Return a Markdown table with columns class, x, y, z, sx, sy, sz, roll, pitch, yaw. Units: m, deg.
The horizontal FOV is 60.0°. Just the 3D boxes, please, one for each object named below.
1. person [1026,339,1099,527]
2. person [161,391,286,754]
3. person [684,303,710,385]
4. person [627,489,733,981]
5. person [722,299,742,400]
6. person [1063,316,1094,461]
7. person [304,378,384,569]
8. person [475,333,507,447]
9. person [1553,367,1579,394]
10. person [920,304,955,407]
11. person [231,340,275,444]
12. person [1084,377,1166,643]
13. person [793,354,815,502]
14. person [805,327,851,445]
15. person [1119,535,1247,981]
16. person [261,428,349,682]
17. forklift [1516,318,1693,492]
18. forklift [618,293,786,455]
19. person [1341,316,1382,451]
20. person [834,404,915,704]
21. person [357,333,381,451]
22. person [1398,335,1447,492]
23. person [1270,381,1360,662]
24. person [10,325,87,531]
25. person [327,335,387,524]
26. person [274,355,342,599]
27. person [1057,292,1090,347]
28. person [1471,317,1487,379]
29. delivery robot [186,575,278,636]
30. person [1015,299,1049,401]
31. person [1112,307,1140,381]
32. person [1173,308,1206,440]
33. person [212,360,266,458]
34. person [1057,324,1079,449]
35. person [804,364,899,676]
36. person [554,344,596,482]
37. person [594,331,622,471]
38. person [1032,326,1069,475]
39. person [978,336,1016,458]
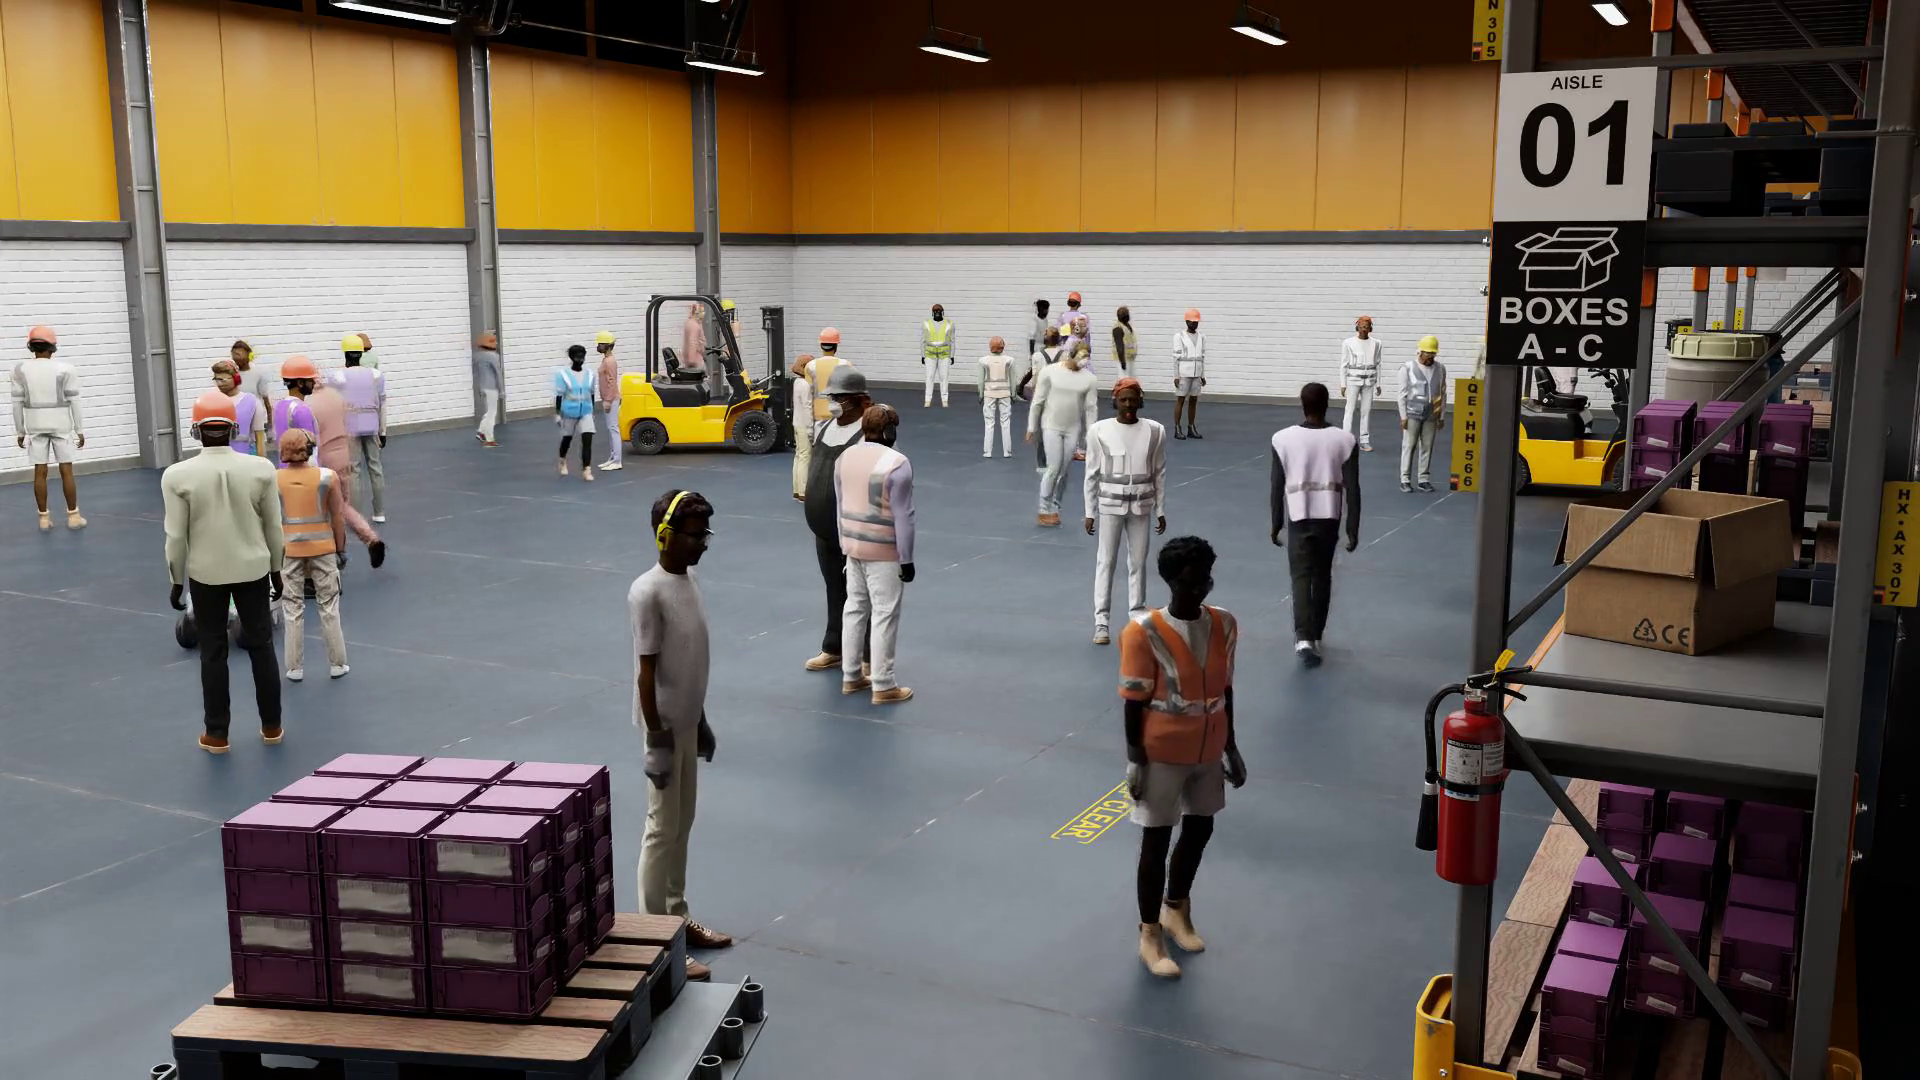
| class | x | y | z | sx | sy | sz | roll | pitch | yaw |
| --- | --- | --- | --- | --- | --- | --- | --- | --- | --- |
| person | 1.049 | -1.067 | 16.701 | 0.709 | 1.887 | 0.597 | -3 | 10 | -17 |
| person | -4.041 | 0.179 | 9.172 | 0.610 | 1.996 | 0.379 | -7 | 12 | -34 |
| person | -4.515 | -3.141 | 28.729 | 0.634 | 1.884 | 0.681 | -3 | 10 | -15 |
| person | -1.077 | 0.729 | 6.369 | 0.327 | 1.865 | 0.518 | 2 | 10 | 10 |
| person | -4.079 | -3.314 | 29.593 | 0.368 | 1.926 | 0.587 | -5 | 11 | -25 |
| person | 1.575 | -2.016 | 22.129 | 0.407 | 1.912 | 0.641 | 1 | 10 | 7 |
| person | -5.308 | -0.598 | 14.056 | 0.699 | 1.863 | 0.720 | 3 | 10 | 15 |
| person | -6.641 | -2.120 | 23.564 | 0.512 | 1.624 | 0.348 | 9 | 13 | 43 |
| person | 9.106 | -2.498 | 24.923 | 0.406 | 1.911 | 0.637 | -1 | 10 | -4 |
| person | -0.400 | -3.277 | 29.624 | 0.619 | 1.845 | 0.430 | 0 | 10 | 1 |
| person | -7.682 | -1.249 | 17.951 | 0.518 | 1.827 | 0.974 | 2 | 10 | 11 |
| person | 1.164 | -0.205 | 11.712 | 0.585 | 1.882 | 0.340 | -1 | 10 | -6 |
| person | -1.711 | -1.234 | 18.397 | 0.264 | 1.632 | 0.507 | -3 | 10 | -18 |
| person | -1.421 | -1.363 | 18.260 | 0.542 | 1.939 | 0.364 | 1 | 10 | 5 |
| person | 0.854 | 0.813 | 6.405 | 0.571 | 1.692 | 0.454 | -5 | 11 | -29 |
| person | -4.197 | 0.098 | 10.673 | 0.512 | 1.638 | 0.312 | -3 | 10 | -18 |
| forklift | 7.066 | -1.601 | 18.899 | 2.313 | 2.155 | 1.214 | 5 | 11 | 27 |
| forklift | -3.588 | -2.317 | 23.042 | 2.313 | 2.155 | 1.214 | -1 | 10 | -5 |
| person | 5.554 | -2.160 | 23.038 | 0.585 | 1.881 | 0.337 | -1 | 10 | -8 |
| person | -0.514 | 0.078 | 10.263 | 0.431 | 1.833 | 0.644 | -9 | 13 | -41 |
| person | -8.273 | -2.053 | 23.136 | 0.285 | 1.633 | 0.500 | 3 | 10 | 19 |
| person | 5.317 | -1.445 | 19.115 | 0.586 | 1.815 | 0.428 | -2 | 10 | -10 |
| person | 2.416 | -0.129 | 11.310 | 0.590 | 1.883 | 0.884 | 1 | 10 | 3 |
| person | -9.030 | -1.111 | 16.508 | 0.614 | 2.038 | 0.396 | -3 | 10 | -17 |
| person | -6.070 | -1.101 | 16.774 | 0.585 | 1.928 | 0.369 | -9 | 13 | -42 |
| person | -5.226 | -0.498 | 13.258 | 0.357 | 1.938 | 0.543 | -9 | 13 | -43 |
| person | 2.069 | -3.487 | 30.253 | 0.616 | 2.041 | 0.380 | 3 | 10 | 14 |
| person | 8.252 | -2.624 | 25.930 | 0.628 | 1.806 | 0.465 | -2 | 10 | -14 |
| delivery robot | -5.136 | 0.406 | 11.749 | 0.477 | 0.478 | 0.707 | 1 | 10 | 5 |
| person | 1.392 | -3.483 | 30.608 | 0.928 | 1.922 | 0.605 | 4 | 10 | 20 |
| person | 2.887 | -3.164 | 29.114 | 0.458 | 1.810 | 0.713 | 5 | 11 | 27 |
| person | 3.406 | -2.449 | 24.550 | 0.547 | 1.937 | 0.379 | -5 | 11 | -25 |
| person | -6.202 | -0.621 | 14.257 | 0.563 | 1.838 | 0.390 | 2 | 10 | 11 |
| person | 1.484 | -2.108 | 23.154 | 0.536 | 1.779 | 0.445 | 1 | 10 | 4 |
| person | -0.747 | -0.117 | 10.750 | 0.536 | 2.000 | 0.672 | -10 | 14 | -44 |
| person | -4.694 | -1.561 | 20.217 | 0.530 | 1.664 | 0.845 | -6 | 12 | -32 |
| person | -4.461 | -1.765 | 21.087 | 0.308 | 1.769 | 0.524 | -3 | 10 | -16 |
| person | 1.141 | -1.728 | 20.641 | 0.513 | 1.846 | 0.340 | 0 | 10 | -1 |
| person | 0.496 | -1.907 | 22.275 | 0.514 | 1.641 | 0.308 | -1 | 10 | -3 |
